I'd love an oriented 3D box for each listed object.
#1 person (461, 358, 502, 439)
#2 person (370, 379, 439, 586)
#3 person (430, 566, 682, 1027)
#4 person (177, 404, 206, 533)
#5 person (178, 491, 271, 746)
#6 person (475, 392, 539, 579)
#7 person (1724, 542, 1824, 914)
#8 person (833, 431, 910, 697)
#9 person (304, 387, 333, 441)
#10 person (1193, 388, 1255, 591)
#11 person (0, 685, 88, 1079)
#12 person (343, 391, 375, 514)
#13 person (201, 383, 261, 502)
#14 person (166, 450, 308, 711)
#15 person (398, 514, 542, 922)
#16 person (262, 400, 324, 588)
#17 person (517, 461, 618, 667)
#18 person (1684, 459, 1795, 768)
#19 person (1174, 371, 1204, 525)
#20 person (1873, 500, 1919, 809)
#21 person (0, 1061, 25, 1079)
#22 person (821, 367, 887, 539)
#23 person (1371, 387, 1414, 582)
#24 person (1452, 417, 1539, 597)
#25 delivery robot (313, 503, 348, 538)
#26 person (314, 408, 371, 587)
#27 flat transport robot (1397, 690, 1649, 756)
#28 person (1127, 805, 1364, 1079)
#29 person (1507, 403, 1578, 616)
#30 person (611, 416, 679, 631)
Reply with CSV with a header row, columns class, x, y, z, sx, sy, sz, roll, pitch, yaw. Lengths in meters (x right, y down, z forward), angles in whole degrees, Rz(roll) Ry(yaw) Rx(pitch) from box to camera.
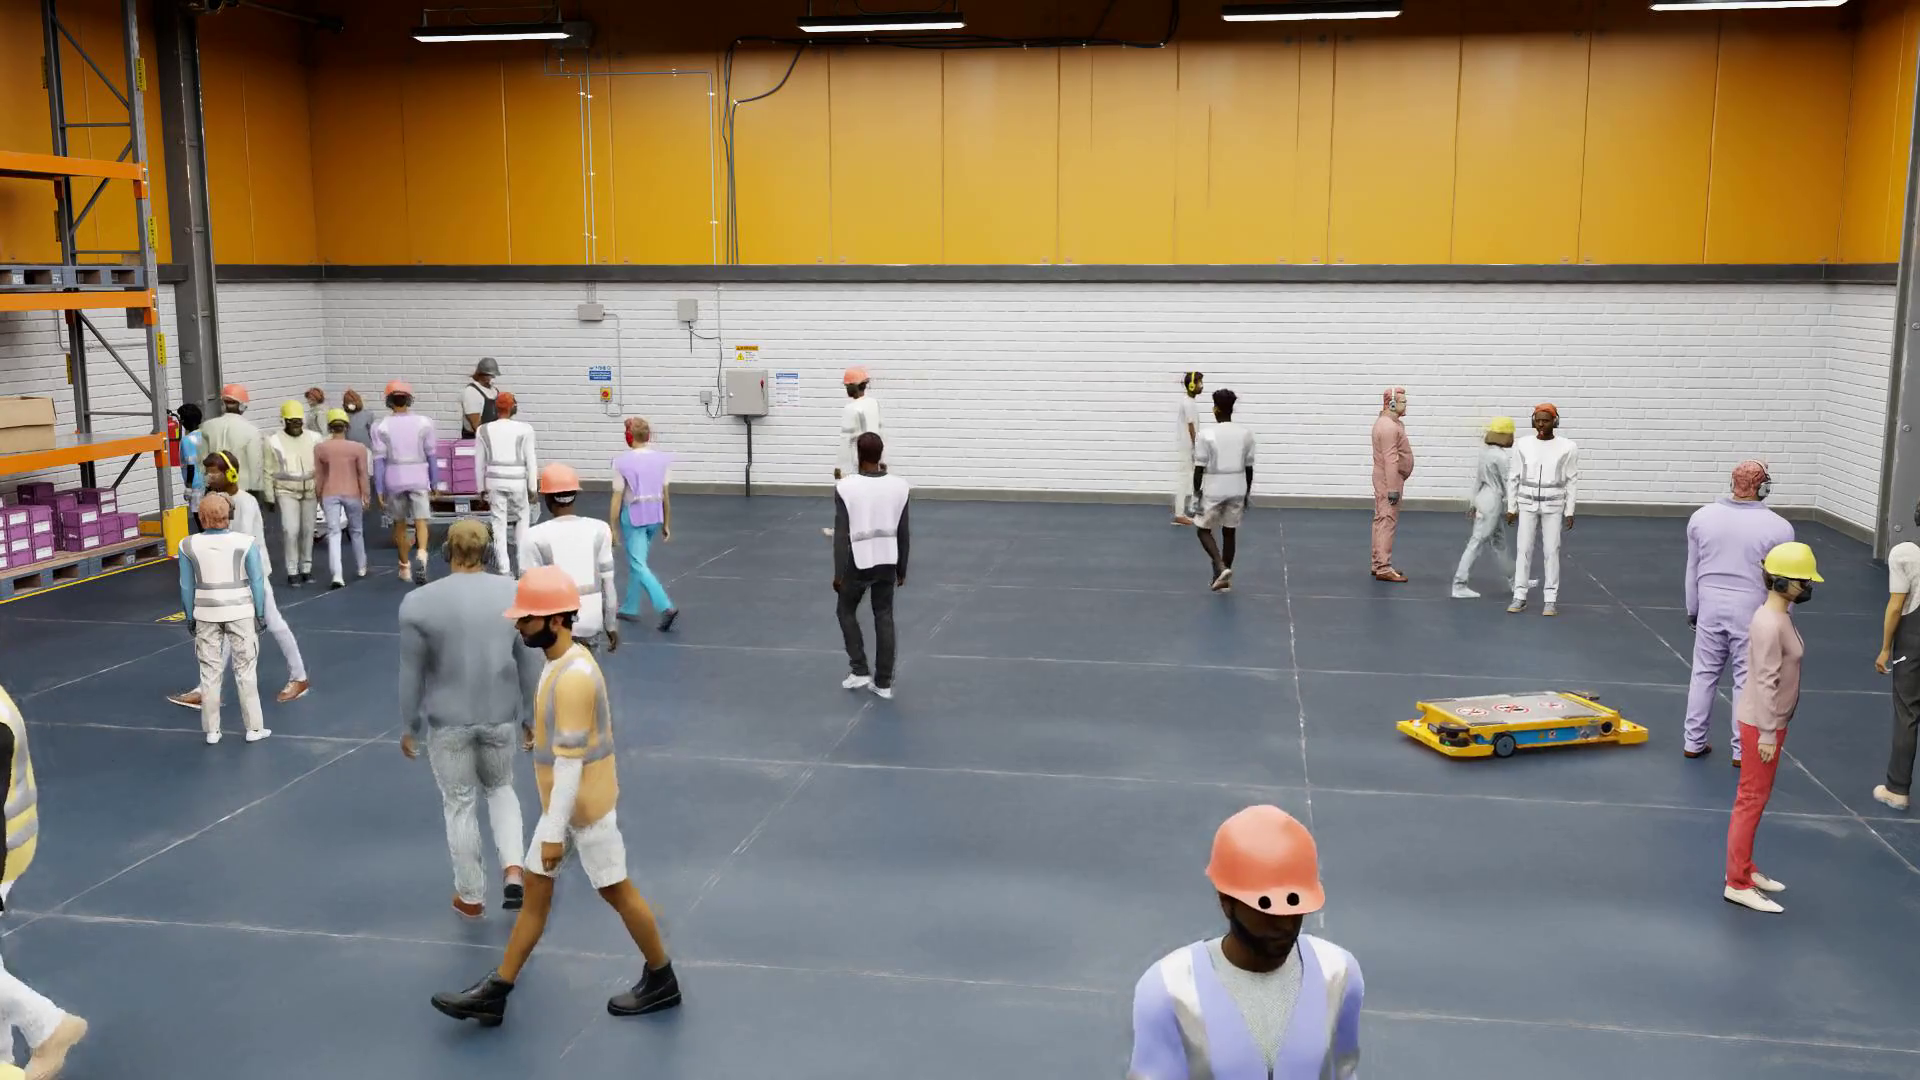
class,x,y,z,sx,sy,sz,roll,pitch,yaw
person,-5.836,-1.297,20.614,0.876,2.000,0.714,3,10,19
person,-5.340,-0.542,16.049,0.619,2.014,0.848,-4,10,-24
person,-1.597,1.035,6.622,1.009,1.879,0.562,-4,10,-22
person,-7.828,-0.559,17.116,0.322,1.691,0.535,0,9,1
person,-4.711,0.505,10.663,0.514,1.644,0.308,-2,9,-9
person,-4.458,-0.537,16.451,0.617,1.857,0.749,-1,9,-4
person,3.895,0.880,7.964,0.330,1.765,0.533,5,10,28
person,-0.661,0.170,11.945,0.635,1.895,0.563,-5,11,-29
person,-7.959,-1.109,20.769,0.516,1.621,0.611,-4,10,-24
person,2.484,-0.453,15.646,0.632,1.951,0.600,-2,9,-13
person,-3.576,1.162,6.029,0.450,1.821,0.643,-6,11,-35
person,-7.548,-1.099,20.861,0.496,1.563,0.883,-2,9,-11
person,-7.116,-0.531,16.160,0.624,1.961,0.880,0,9,1
person,-4.988,0.283,11.520,0.549,1.803,0.992,8,12,40
person,-2.259,0.842,7.719,0.632,1.921,0.483,-6,11,-31
person,-6.361,-0.446,16.063,0.597,1.812,0.612,-8,12,-40
person,-2.355,0.488,9.925,0.571,1.915,0.532,-5,11,-29
person,4.786,0.451,10.227,0.401,1.901,0.646,-8,12,-42
person,2.822,-1.084,19.870,0.566,1.853,0.519,3,10,16
person,5.453,0.613,9.377,0.505,1.844,0.346,1,9,8
person,-1.765,1.668,3.003,0.914,1.781,0.617,-4,10,-24
person,-1.180,-0.888,18.201,1.001,1.995,0.634,5,10,28
person,4.257,-0.549,16.395,0.408,1.908,0.642,1,9,7
person,5.012,-0.299,15.481,0.878,1.690,0.477,0,9,-1
delivery robot,-7.026,-0.252,18.440,0.477,0.478,0.707,0,9,1
person,-6.009,-0.414,16.170,0.537,1.720,0.909,-2,9,-15
flat transport robot,3.631,1.175,10.751,1.431,0.197,0.652,-2,9,-15
person,0.642,1.499,3.744,0.567,1.887,1.015,-1,9,-9
person,5.145,-0.272,14.738,0.584,1.882,0.345,5,10,27
person,-2.696,-0.146,14.178,0.874,1.813,0.579,7,12,38
